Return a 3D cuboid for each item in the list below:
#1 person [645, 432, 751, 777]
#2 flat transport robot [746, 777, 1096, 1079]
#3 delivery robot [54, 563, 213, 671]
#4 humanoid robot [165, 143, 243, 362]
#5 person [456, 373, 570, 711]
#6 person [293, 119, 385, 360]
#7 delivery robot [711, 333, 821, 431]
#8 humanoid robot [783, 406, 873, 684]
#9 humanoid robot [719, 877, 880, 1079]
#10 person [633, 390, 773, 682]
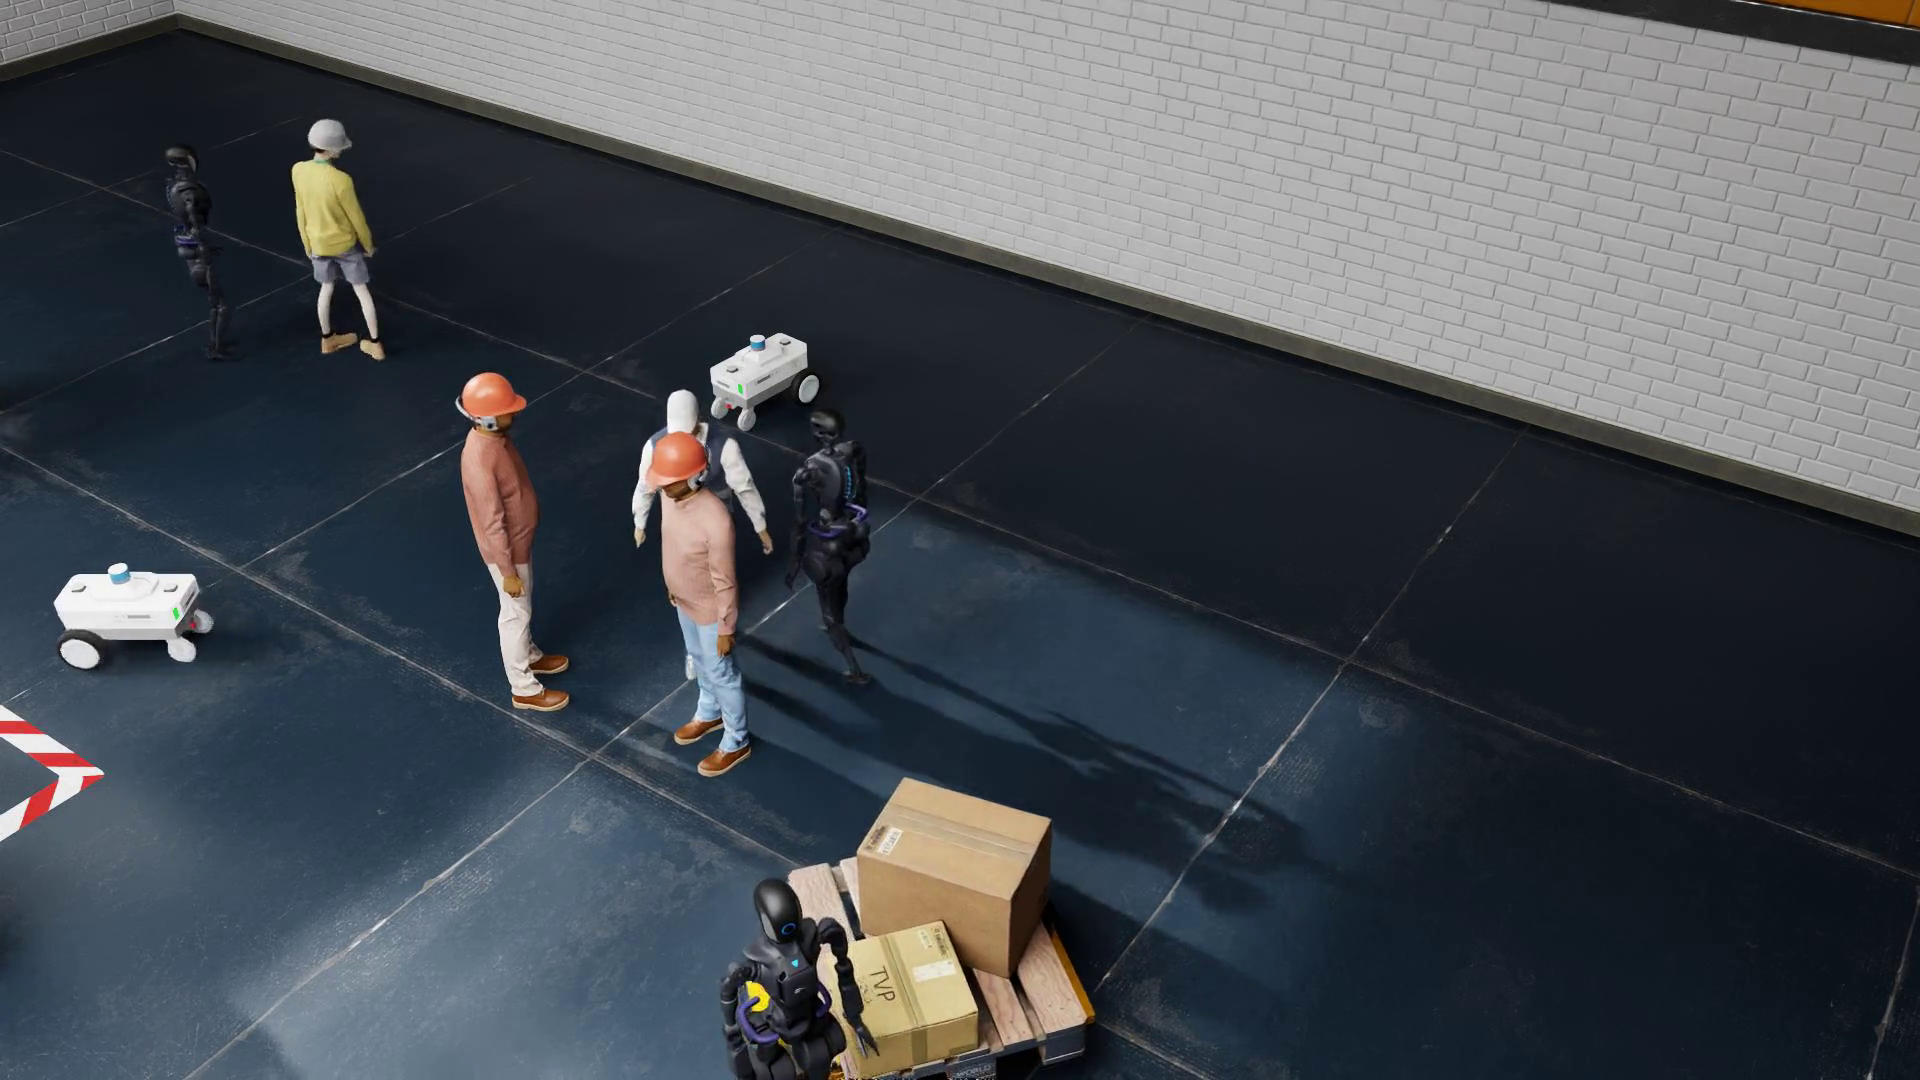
[{"bbox_3d":[-1.306,0.309,8.329,0.403,1.986,0.610,-22,40,-28],"label":"person"},{"bbox_3d":[-0.181,2.019,7.378,1.431,0.231,0.659,-10,36,-14],"label":"flat transport robot"},{"bbox_3d":[-4.717,0.408,9.442,0.803,0.608,0.499,0,35,0],"label":"delivery robot"},{"bbox_3d":[-5.467,-2.068,11.995,0.341,1.638,0.591,-15,38,-21],"label":"humanoid robot"},{"bbox_3d":[-2.354,0.009,8.748,0.389,1.991,0.623,-6,35,-8],"label":"person"},{"bbox_3d":[-4.505,-2.118,11.933,0.551,1.848,0.422,6,35,9],"label":"person"},{"bbox_3d":[-1.390,-1.154,11.669,0.499,0.601,0.802,25,42,32],"label":"delivery robot"},{"bbox_3d":[-0.693,0.016,9.047,0.613,1.651,0.585,25,42,31],"label":"humanoid robot"},{"bbox_3d":[-0.593,1.921,6.285,0.598,1.657,0.406,-21,40,-27],"label":"humanoid robot"},{"bbox_3d":[-1.399,-0.031,9.033,0.741,1.733,0.701,-6,35,-8],"label":"person"}]
